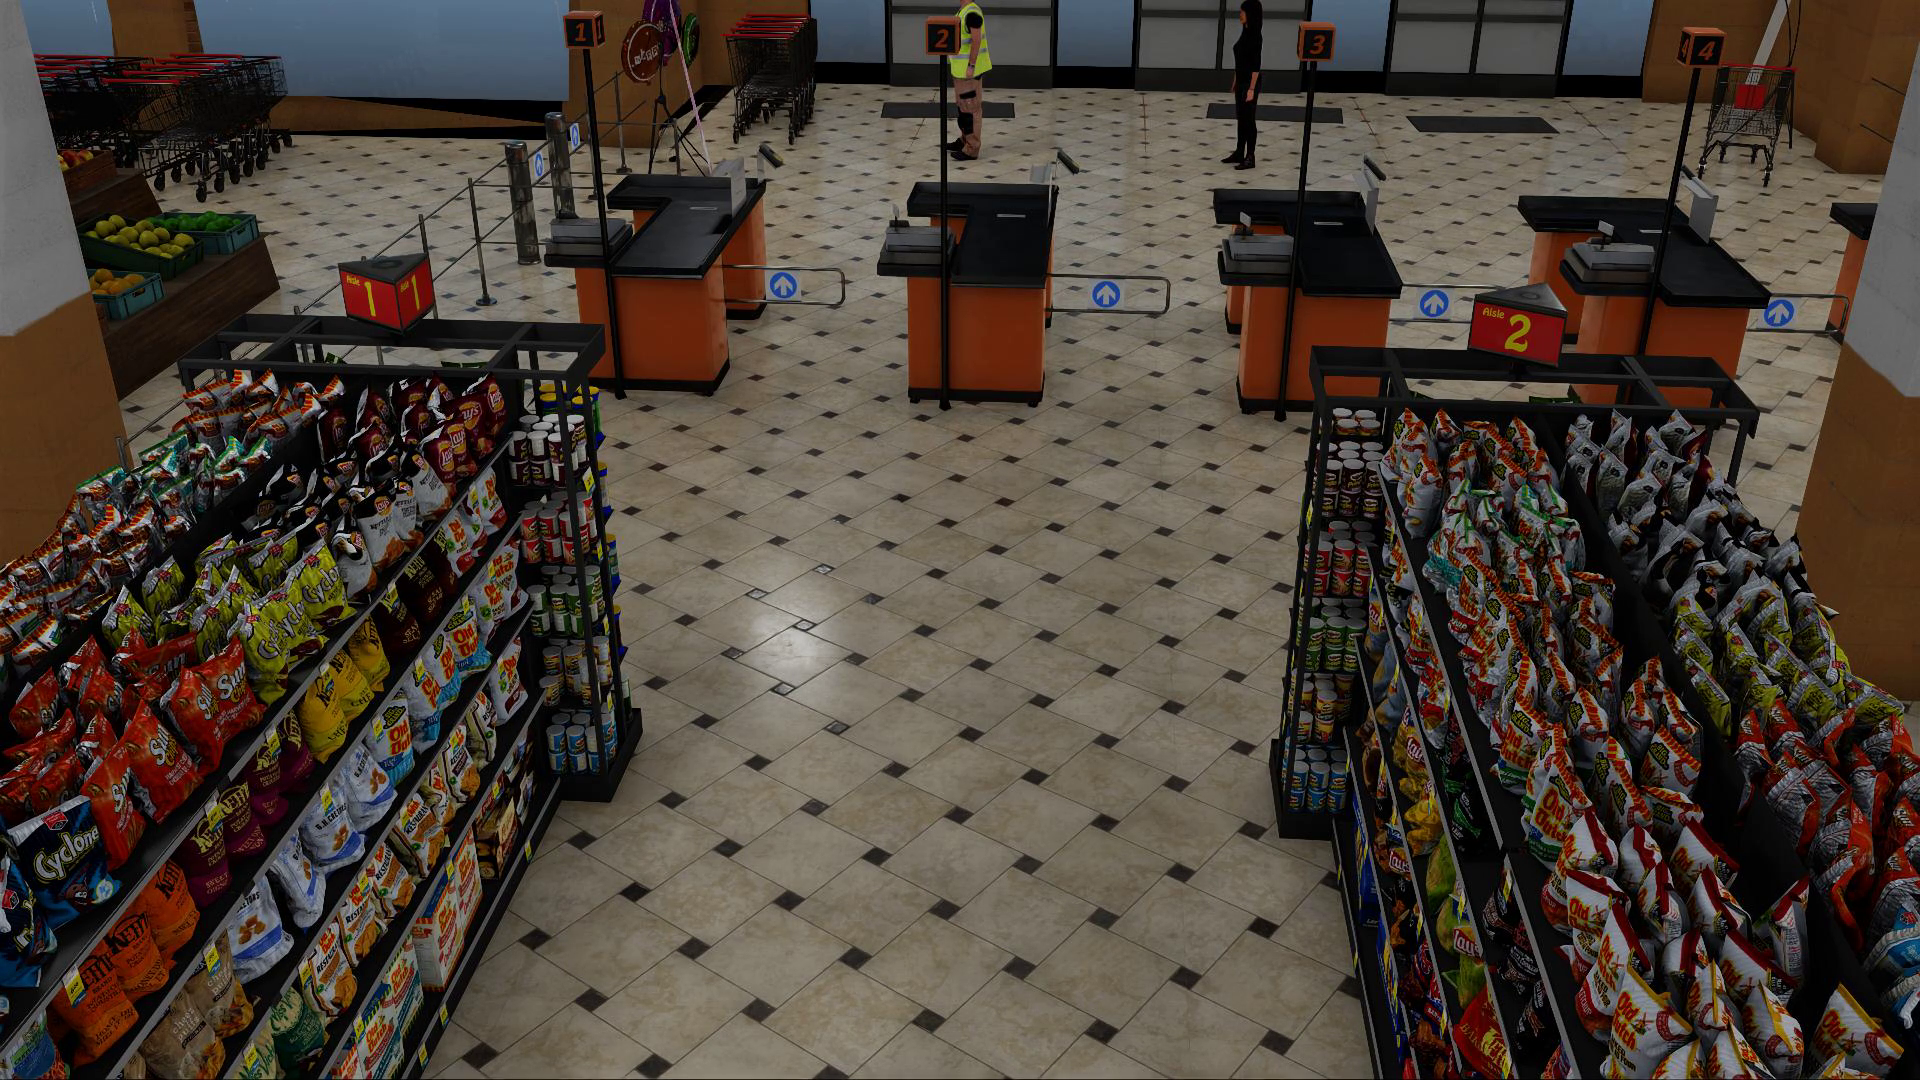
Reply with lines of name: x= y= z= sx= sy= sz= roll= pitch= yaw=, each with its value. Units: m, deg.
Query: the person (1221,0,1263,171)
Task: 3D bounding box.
person: x=2.890 y=-4.575 z=16.681 sx=0.696 sy=1.642 sz=0.560 roll=-8 pitch=28 yaw=-16

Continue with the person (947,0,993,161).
person: x=0.066 y=-4.842 z=16.980 sx=0.837 sy=1.847 sz=0.743 roll=-5 pitch=27 yaw=-9
